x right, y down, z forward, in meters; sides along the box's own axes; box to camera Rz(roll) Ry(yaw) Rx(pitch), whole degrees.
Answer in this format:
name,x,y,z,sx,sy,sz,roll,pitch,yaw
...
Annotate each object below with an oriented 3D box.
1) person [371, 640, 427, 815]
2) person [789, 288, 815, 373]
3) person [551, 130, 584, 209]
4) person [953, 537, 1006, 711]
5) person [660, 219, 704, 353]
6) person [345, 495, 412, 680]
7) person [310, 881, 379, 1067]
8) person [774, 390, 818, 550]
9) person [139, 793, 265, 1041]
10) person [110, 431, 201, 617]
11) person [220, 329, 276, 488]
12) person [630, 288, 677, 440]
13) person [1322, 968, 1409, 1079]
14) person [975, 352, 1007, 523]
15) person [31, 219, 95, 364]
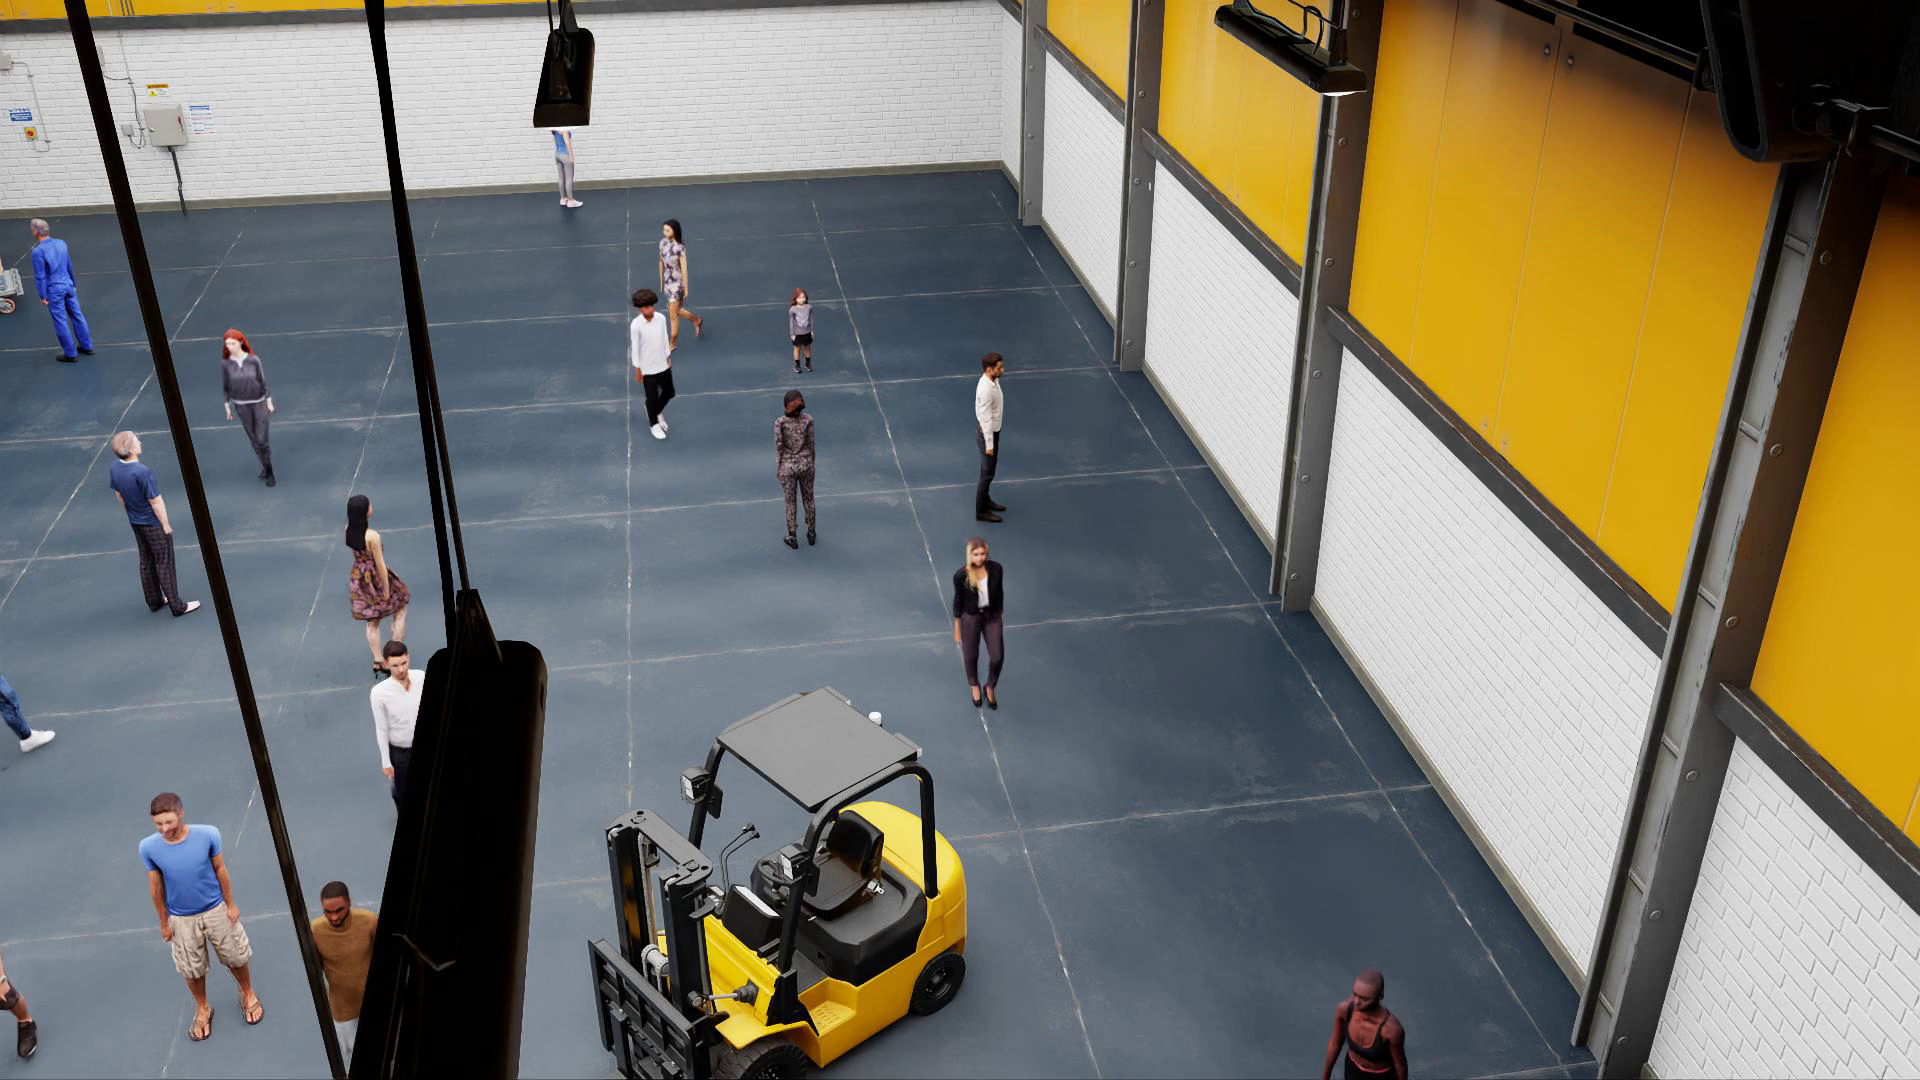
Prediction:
name,x,y,z,sx,sy,sz,roll,pitch,yaw
person,-4.140,1.518,12.467,0.975,1.844,1.271,-18,33,-30
person,-1.983,-2.652,20.881,0.504,1.107,0.499,-12,31,-21
person,-6.390,-6.190,26.843,0.720,1.610,0.638,-26,38,-38
person,0.145,0.675,14.204,0.639,1.661,0.596,-7,29,-13
person,-3.614,-3.292,21.424,1.019,1.712,1.051,20,34,32
person,-5.185,0.447,14.515,0.805,1.763,0.870,13,31,22
person,-3.707,2.754,10.243,0.741,1.805,0.788,-13,31,-22
person,-1.641,-0.721,16.707,0.621,1.714,0.625,-11,31,-19
person,-4.975,2.391,10.844,0.688,1.865,0.650,-12,31,-21
person,-7.576,-0.161,15.516,0.738,1.872,0.748,12,31,21
person,-7.680,-1.480,18.054,0.609,1.757,0.736,-4,29,-7
person,-3.558,-2.046,19.048,0.786,1.799,0.818,-22,36,-35
person,2.446,3.105,9.686,1.017,1.722,0.997,25,37,38
person,0.283,-1.076,17.200,0.785,1.866,0.585,3,29,5
person,-11.416,-3.172,21.087,0.857,1.823,0.690,9,30,15
